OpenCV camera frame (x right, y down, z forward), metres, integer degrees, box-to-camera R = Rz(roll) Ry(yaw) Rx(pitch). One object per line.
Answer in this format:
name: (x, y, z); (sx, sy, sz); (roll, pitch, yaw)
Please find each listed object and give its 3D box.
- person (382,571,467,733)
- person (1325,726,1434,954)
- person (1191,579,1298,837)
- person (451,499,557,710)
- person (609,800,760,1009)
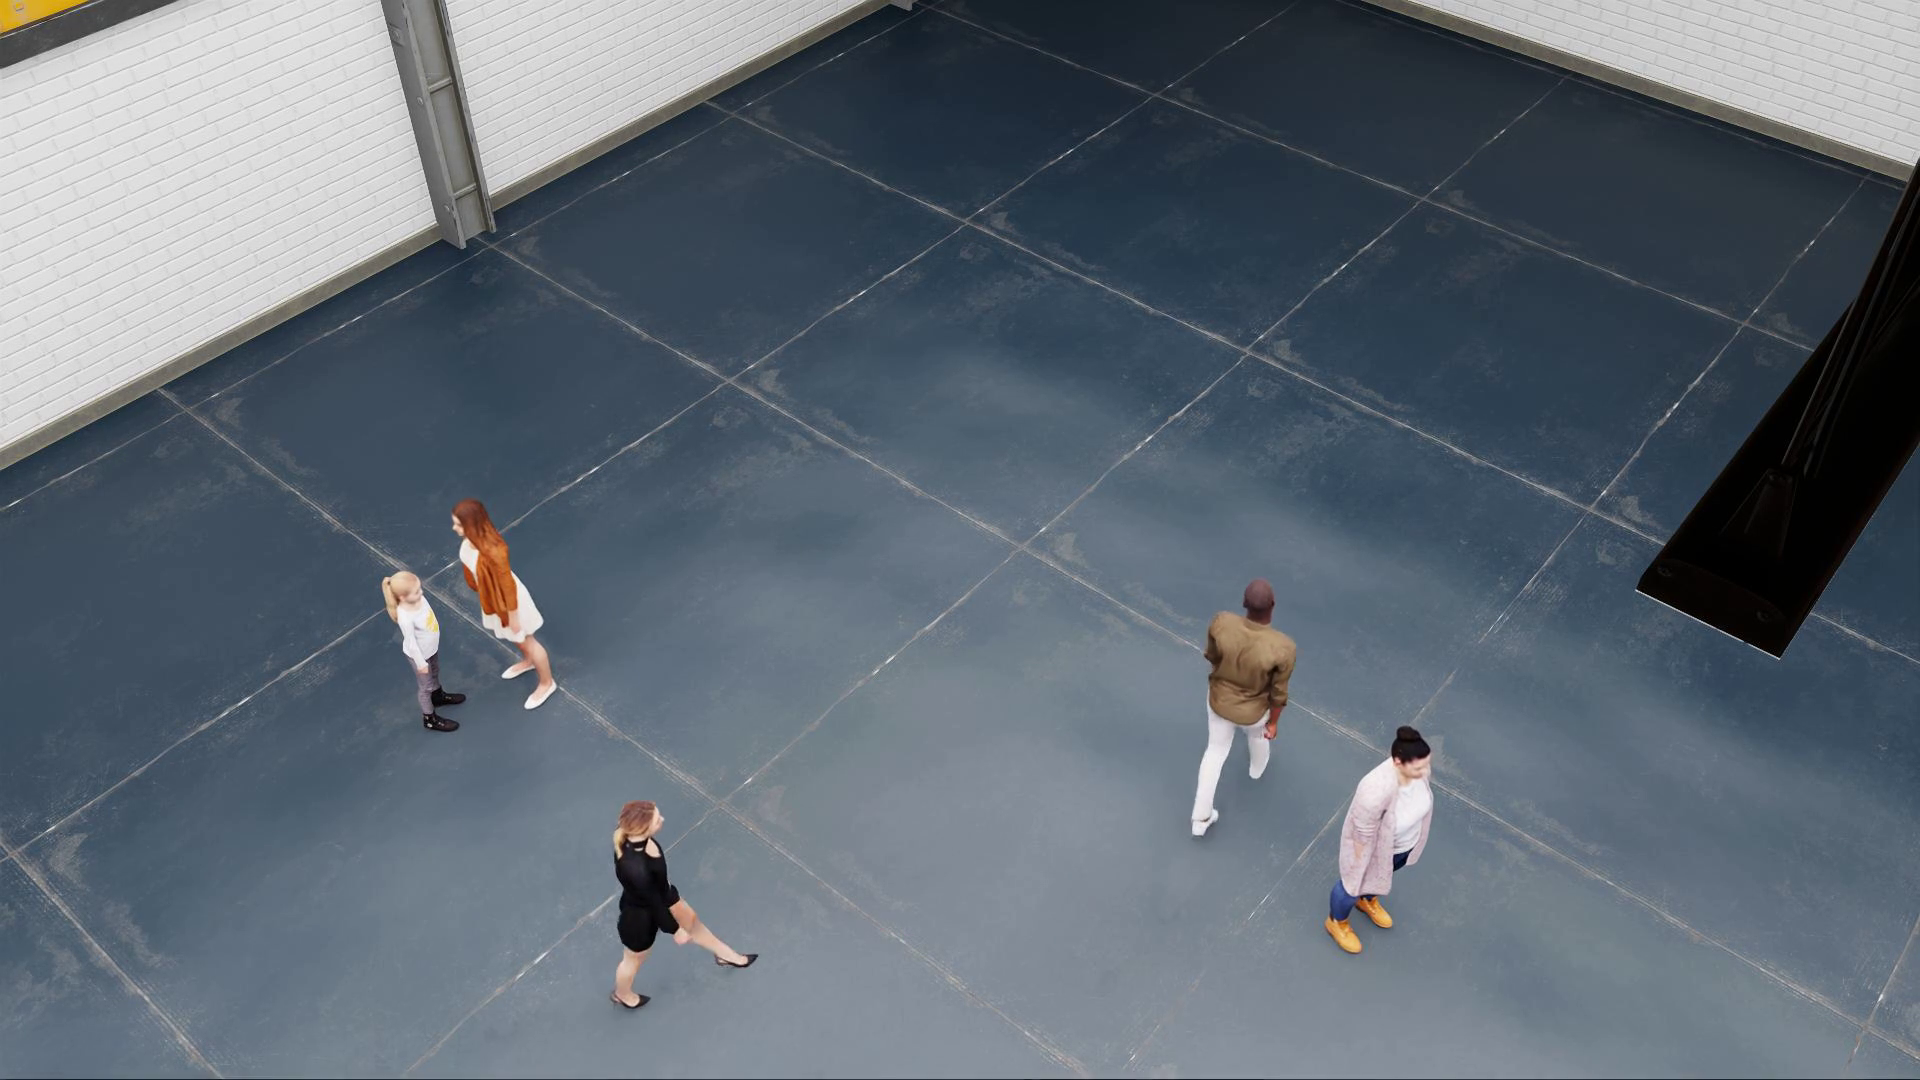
person: (-3.365, 0.674, 10.368); (0.627, 1.275, 0.561); (-1, 44, -1)
person: (2.289, 1.598, 9.060); (0.637, 1.742, 0.797); (-28, 50, -26)
person: (1.583, 1.005, 9.647); (0.894, 1.791, 1.189); (21, 47, 20)
person: (-2.842, 0.345, 10.398); (0.652, 1.711, 0.670); (-28, 50, -27)
person: (-1.712, 1.969, 8.684); (1.145, 1.724, 0.969); (-12, 45, -12)
